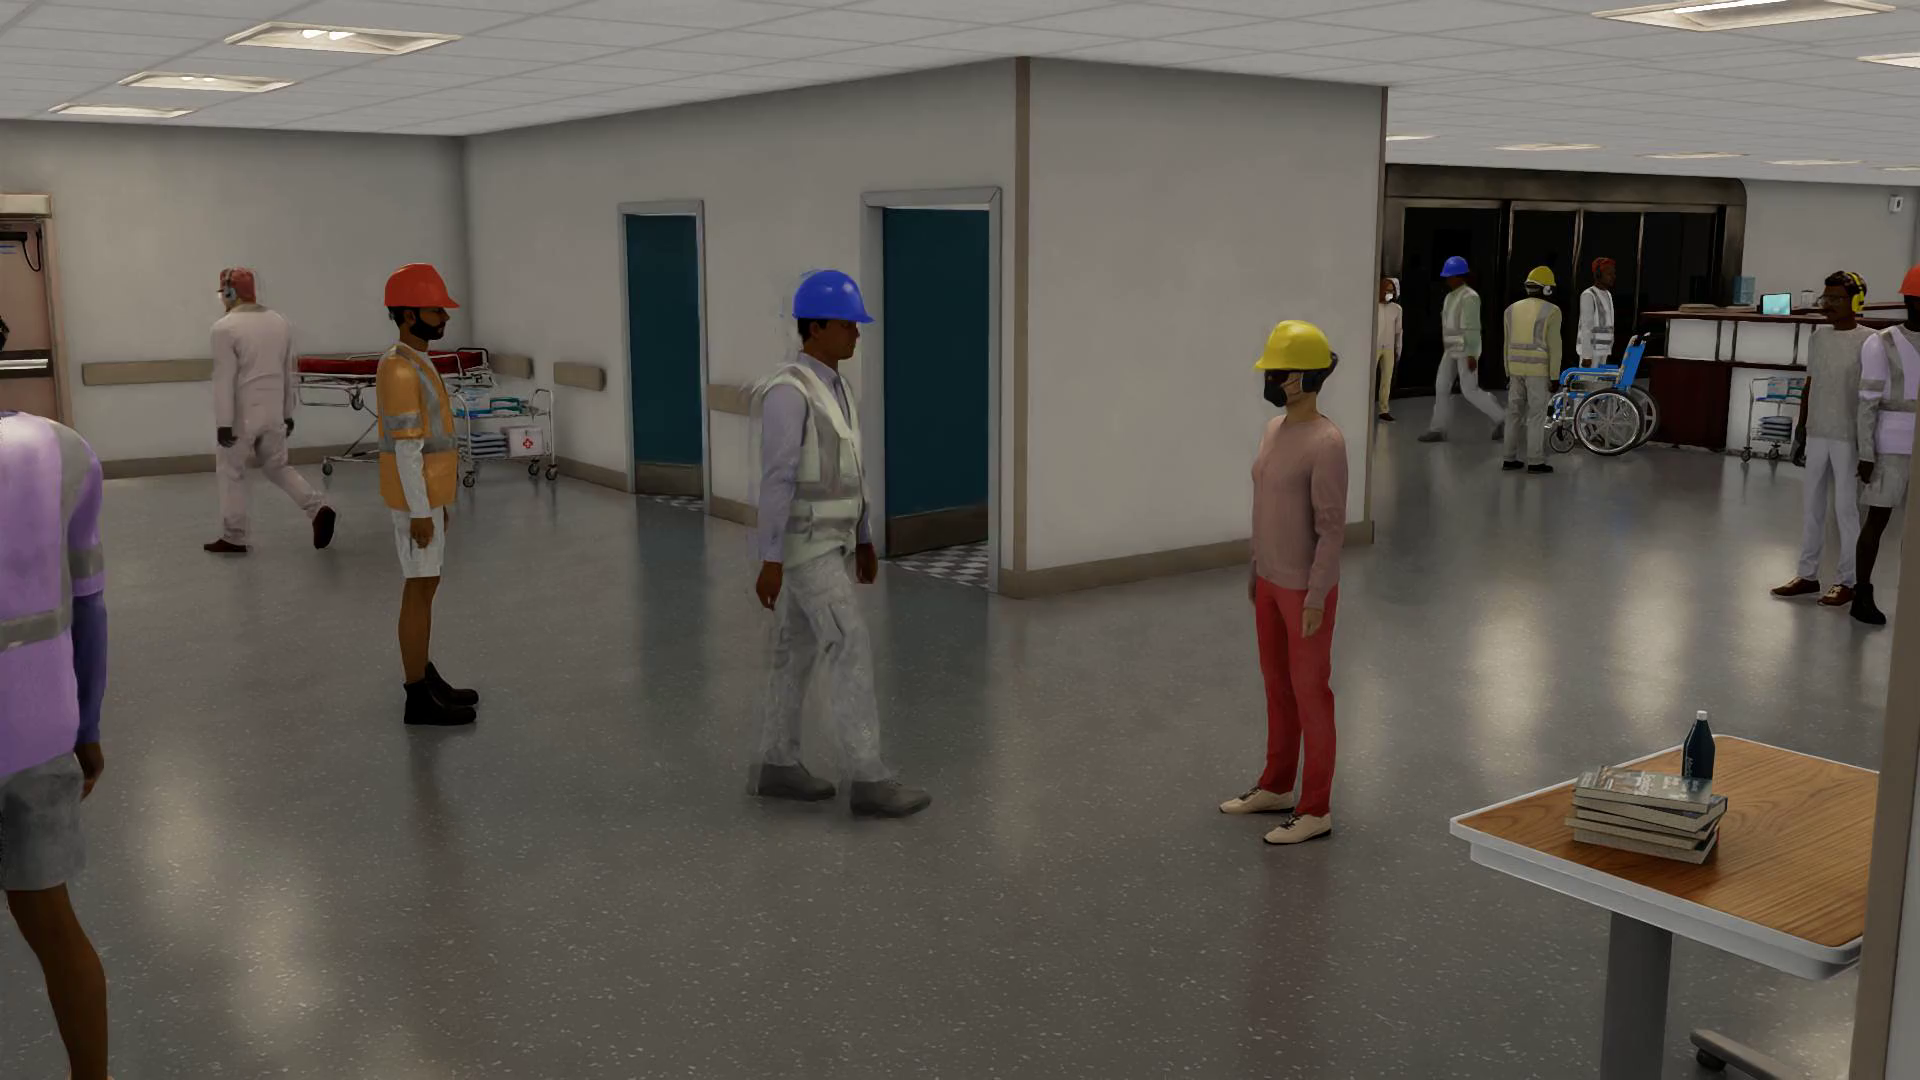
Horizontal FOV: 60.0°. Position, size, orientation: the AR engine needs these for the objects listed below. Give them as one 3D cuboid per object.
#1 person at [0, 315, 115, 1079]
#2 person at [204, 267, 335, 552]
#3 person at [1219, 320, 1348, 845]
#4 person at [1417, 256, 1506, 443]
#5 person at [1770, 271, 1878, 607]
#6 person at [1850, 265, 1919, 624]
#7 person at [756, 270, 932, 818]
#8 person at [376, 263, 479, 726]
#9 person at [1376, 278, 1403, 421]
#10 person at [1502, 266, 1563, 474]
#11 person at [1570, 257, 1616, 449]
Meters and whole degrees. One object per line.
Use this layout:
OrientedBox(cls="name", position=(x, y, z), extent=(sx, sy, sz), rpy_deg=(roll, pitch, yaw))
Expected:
OrientedBox(cls="person", position=(-2.045, 0.410, 3.428), extent=(0.408, 2.028, 0.619), rpy_deg=(4, 11, 20))
OrientedBox(cls="person", position=(-4.548, -0.829, 10.809), extent=(0.842, 1.871, 0.661), rpy_deg=(4, 11, 19))
OrientedBox(cls="person", position=(1.118, 0.143, 5.652), extent=(0.308, 1.770, 0.522), rpy_deg=(-3, 11, -16))
OrientedBox(cls="person", position=(5.149, -1.917, 16.834), extent=(0.875, 1.906, 0.650), rpy_deg=(-2, 10, -9))
OrientedBox(cls="person", position=(4.892, -0.563, 9.316), extent=(0.311, 1.869, 0.532), rpy_deg=(-4, 11, -23))
OrientedBox(cls="person", position=(5.027, -0.496, 8.798), extent=(0.539, 1.929, 0.384), rpy_deg=(0, 10, -1))
OrientedBox(cls="person", position=(-0.386, 0.020, 5.892), extent=(0.828, 1.918, 0.646), rpy_deg=(2, 10, 12))
OrientedBox(cls="person", position=(-2.254, -0.189, 7.032), extent=(0.359, 1.938, 0.545), rpy_deg=(-2, 10, -12))
OrientedBox(cls="person", position=(4.796, -2.153, 18.920), extent=(0.504, 1.627, 0.285), rpy_deg=(-2, 10, -13))
OrientedBox(cls="person", position=(5.058, -1.495, 14.682), extent=(0.404, 1.825, 0.595), rpy_deg=(-6, 12, -32))
OrientedBox(cls="person", position=(6.271, -1.840, 16.428), extent=(0.337, 1.882, 0.584), rpy_deg=(8, 13, 38))
